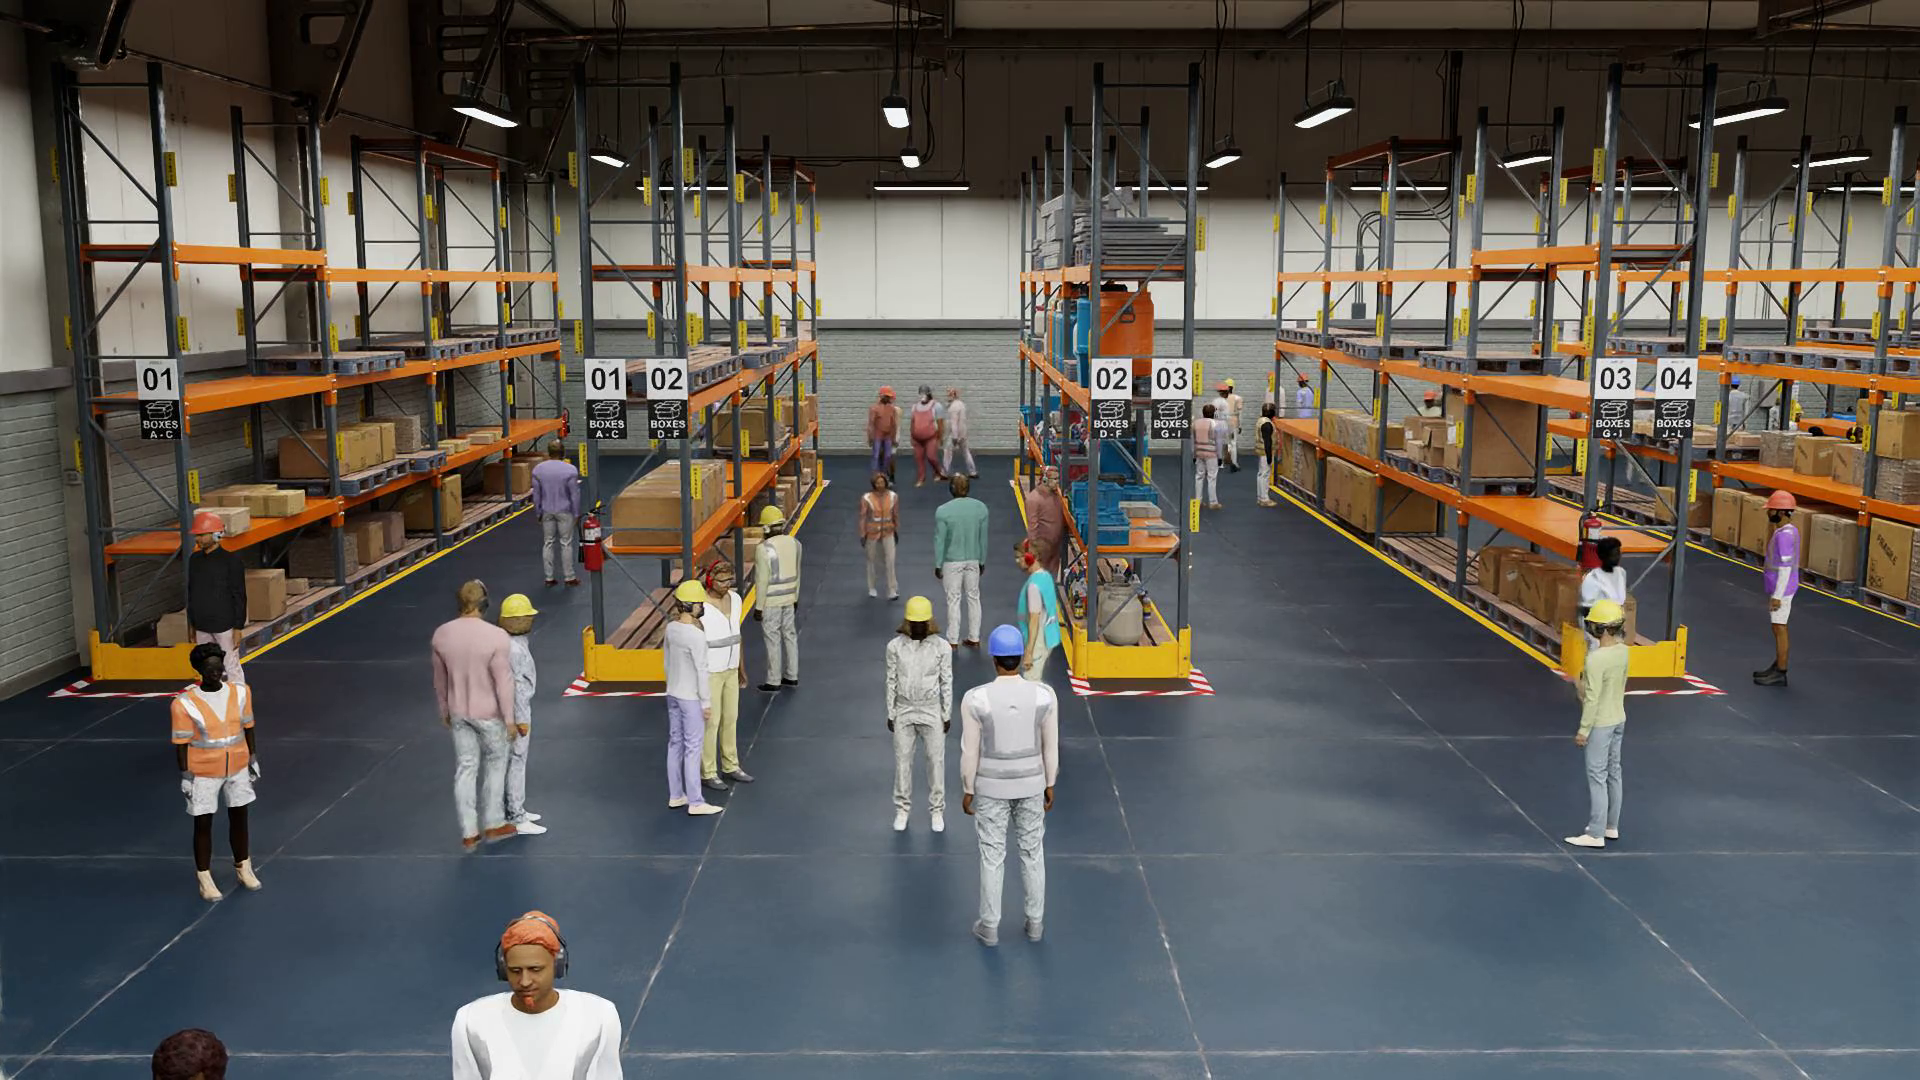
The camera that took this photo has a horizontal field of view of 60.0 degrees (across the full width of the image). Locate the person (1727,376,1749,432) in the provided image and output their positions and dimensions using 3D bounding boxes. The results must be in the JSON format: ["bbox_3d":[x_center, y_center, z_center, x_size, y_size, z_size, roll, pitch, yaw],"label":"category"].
[{"bbox_3d":[16.639,-2.546,35.818,0.614,1.946,0.389,0,9,1],"label":"person"}]

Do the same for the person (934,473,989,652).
[{"bbox_3d":[0.011,0.241,17.940,0.628,1.933,0.367,-4,10,-25],"label":"person"}]

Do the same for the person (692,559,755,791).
[{"bbox_3d":[-1.908,1.051,13.069,0.412,1.831,0.568,5,10,31],"label":"person"}]

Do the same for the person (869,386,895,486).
[{"bbox_3d":[-1.503,-2.003,32.288,0.492,1.972,0.640,8,12,42],"label":"person"}]

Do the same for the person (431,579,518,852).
[{"bbox_3d":[-3.373,1.216,11.702,0.661,1.925,0.544,3,9,18],"label":"person"}]

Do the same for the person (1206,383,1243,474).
[{"bbox_3d":[5.438,-2.292,34.423,0.966,1.887,0.607,-3,9,-16],"label":"person"}]

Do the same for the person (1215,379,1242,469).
[{"bbox_3d":[5.699,-2.466,35.371,0.593,1.924,0.384,2,9,11],"label":"person"}]

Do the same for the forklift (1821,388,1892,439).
[{"bbox_3d":[20.072,-3.110,36.462,1.873,2.768,1.129,0,9,0],"label":"forklift"}]

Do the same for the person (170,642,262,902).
[{"bbox_3d":[-4.801,1.483,10.745,0.319,1.690,0.535,8,12,42],"label":"person"}]

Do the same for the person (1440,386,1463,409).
[{"bbox_3d":[10.090,-2.272,33.859,0.760,2.012,0.637,-4,10,-25],"label":"person"}]

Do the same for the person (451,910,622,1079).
[{"bbox_3d":[-1.430,2.176,5.654,0.573,1.883,0.356,-2,9,-11],"label":"person"}]

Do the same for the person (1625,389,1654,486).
[{"bbox_3d":[13.337,-2.024,32.623,0.609,1.900,0.683,2,9,10],"label":"person"}]

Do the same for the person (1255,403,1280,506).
[{"bbox_3d":[5.468,-1.524,29.585,0.429,1.842,0.633,0,9,1],"label":"person"}]

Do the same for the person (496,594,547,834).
[{"bbox_3d":[-3.187,1.249,12.058,0.297,1.745,0.484,-3,9,-19],"label":"person"}]

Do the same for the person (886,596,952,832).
[{"bbox_3d":[-0.298,1.256,12.045,0.485,1.737,0.322,1,9,5],"label":"person"}]

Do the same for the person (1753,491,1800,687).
[{"bbox_3d":[8.058,0.478,16.397,0.370,1.939,0.543,5,10,28],"label":"person"}]

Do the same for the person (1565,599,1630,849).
[{"bbox_3d":[4.511,1.290,11.729,0.522,1.768,0.311,-8,12,-43],"label":"person"}]

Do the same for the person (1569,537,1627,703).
[{"bbox_3d":[5.843,0.786,15.215,0.548,1.681,0.524,-6,11,-33],"label":"person"}]

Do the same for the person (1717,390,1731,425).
[{"bbox_3d":[16.757,-2.477,36.431,0.286,1.625,0.493,0,9,-2],"label":"person"}]

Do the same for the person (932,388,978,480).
[{"bbox_3d":[-0.073,-2.125,33.455,0.877,1.887,0.658,2,9,14],"label":"person"}]

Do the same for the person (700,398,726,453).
[{"bbox_3d":[-4.907,-2.179,33.648,0.593,1.881,0.892,8,12,44],"label":"person"}]

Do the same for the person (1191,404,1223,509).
[{"bbox_3d":[4.350,-1.463,29.195,0.620,1.845,0.430,8,12,43],"label":"person"}]

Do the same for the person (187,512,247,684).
[{"bbox_3d":[-6.503,0.740,14.528,0.611,1.996,0.379,3,9,21],"label":"person"}]

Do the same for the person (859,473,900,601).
[{"bbox_3d":[-0.994,-0.033,20.777,0.546,1.592,0.845,-2,9,-15],"label":"person"}]

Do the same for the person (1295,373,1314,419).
[{"bbox_3d":[7.708,-2.789,37.449,0.380,1.928,0.545,9,12,44],"label":"person"}]

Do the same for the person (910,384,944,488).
[{"bbox_3d":[-0.675,-2.020,32.138,0.701,2.000,0.566,4,10,24],"label":"person"}]

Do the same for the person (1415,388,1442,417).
[{"bbox_3d":[8.955,-1.912,31.672,0.620,1.972,0.832,8,12,43],"label":"person"}]

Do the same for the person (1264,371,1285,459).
[{"bbox_3d":[7.010,-2.791,37.253,0.399,1.989,0.622,-5,10,-29],"label":"person"}]

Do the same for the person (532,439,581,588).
[{"bbox_3d":[-5.244,-0.340,21.667,0.631,1.936,0.362,2,9,10],"label":"person"}]

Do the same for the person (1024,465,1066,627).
[{"bbox_3d":[0.999,0.091,19.034,0.401,1.900,0.646,6,11,34],"label":"person"}]

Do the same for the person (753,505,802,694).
[{"bbox_3d":[-1.789,0.576,16.118,0.403,1.827,0.600,6,11,36],"label":"person"}]

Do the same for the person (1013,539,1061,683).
[{"bbox_3d":[0.626,0.898,14.079,0.456,1.825,0.584,1,9,8],"label":"person"}]

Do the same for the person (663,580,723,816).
[{"bbox_3d":[-2.023,1.177,12.469,0.329,1.765,0.525,-7,11,-39],"label":"person"}]

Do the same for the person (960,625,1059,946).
[{"bbox_3d":[0.296,1.470,9.987,0.605,1.948,0.384,-2,9,-12],"label":"person"}]

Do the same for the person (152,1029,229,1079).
[{"bbox_3d":[-2.166,2.296,4.785,0.590,1.914,0.389,-6,11,-33],"label":"person"}]

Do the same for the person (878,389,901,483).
[{"bbox_3d":[-1.412,-2.018,32.605,0.599,1.890,0.499,5,10,29],"label":"person"}]
